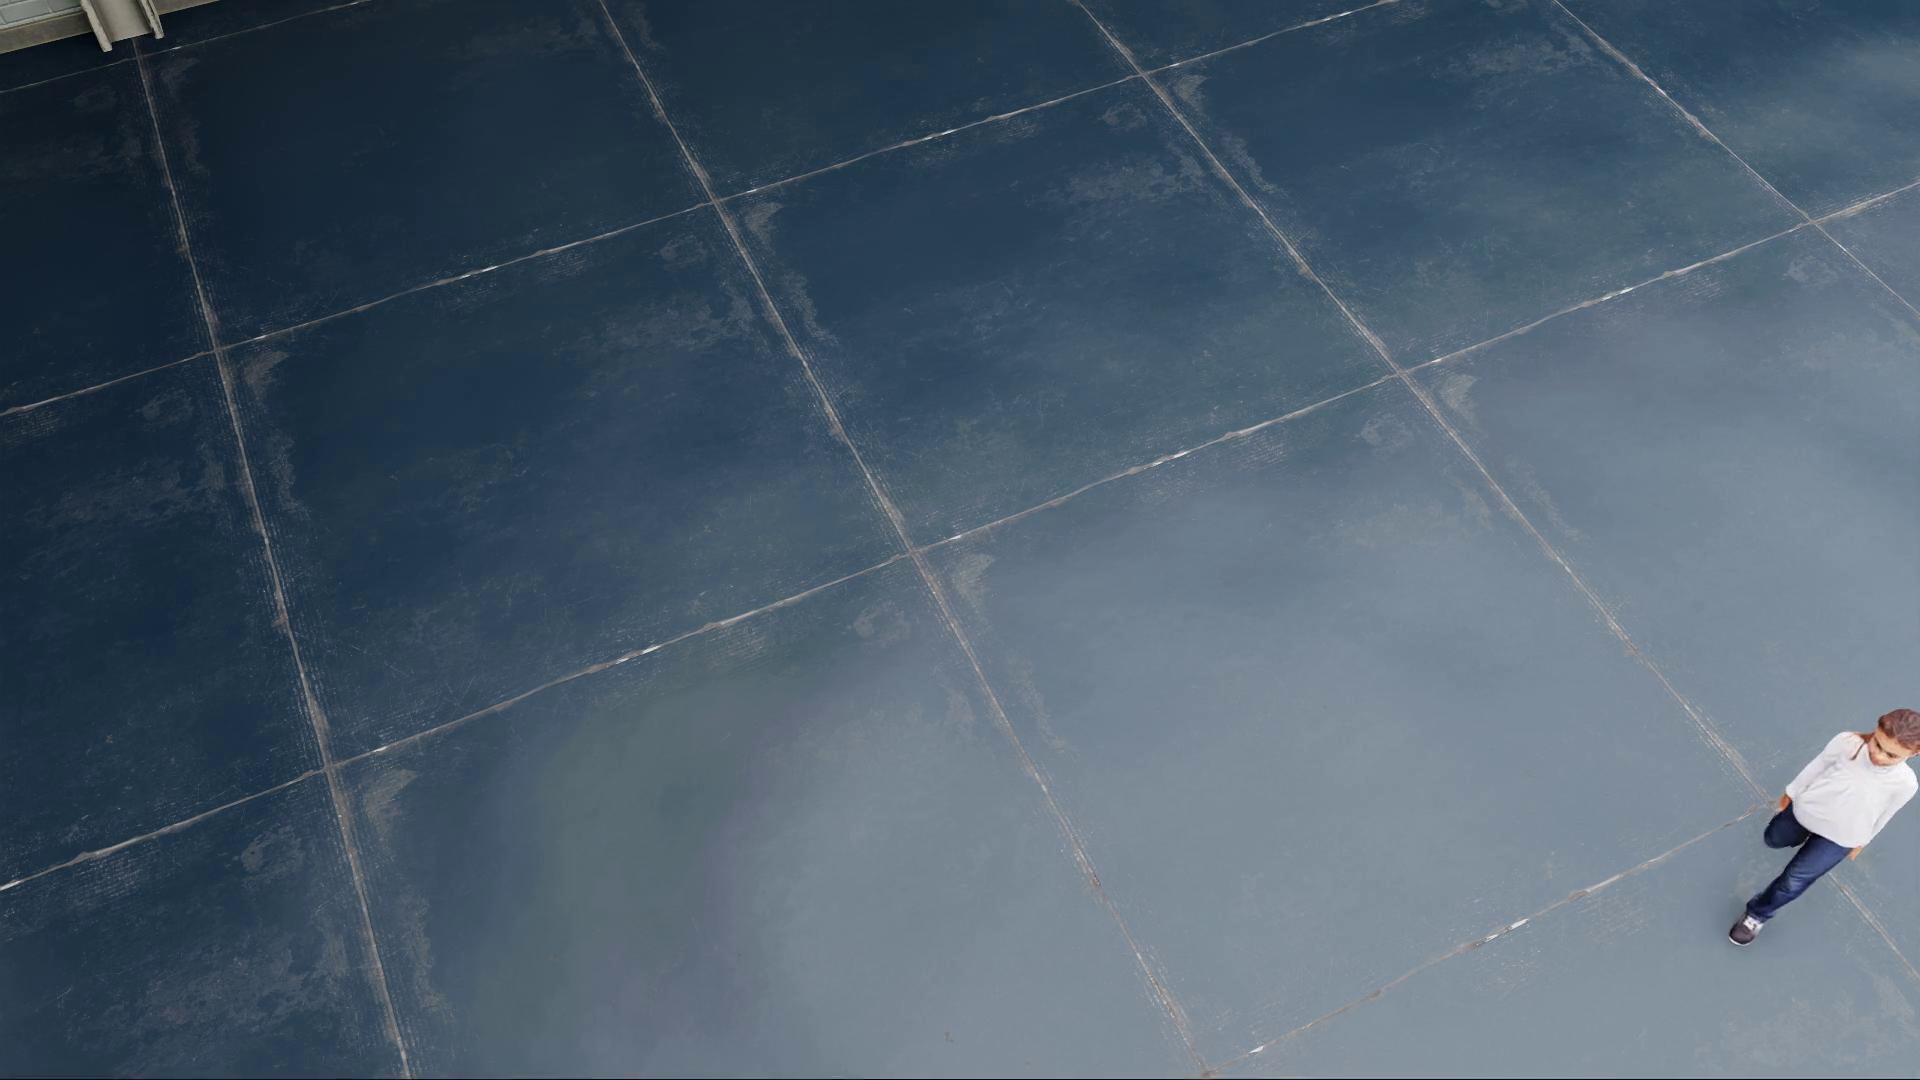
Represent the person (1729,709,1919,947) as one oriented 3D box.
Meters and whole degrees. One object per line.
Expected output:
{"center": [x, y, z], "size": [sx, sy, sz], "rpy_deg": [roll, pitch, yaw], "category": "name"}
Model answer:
{"center": [3.592, 1.095, 6.795], "size": [0.990, 1.541, 0.706], "rpy_deg": [-37, 61, -25], "category": "person"}
